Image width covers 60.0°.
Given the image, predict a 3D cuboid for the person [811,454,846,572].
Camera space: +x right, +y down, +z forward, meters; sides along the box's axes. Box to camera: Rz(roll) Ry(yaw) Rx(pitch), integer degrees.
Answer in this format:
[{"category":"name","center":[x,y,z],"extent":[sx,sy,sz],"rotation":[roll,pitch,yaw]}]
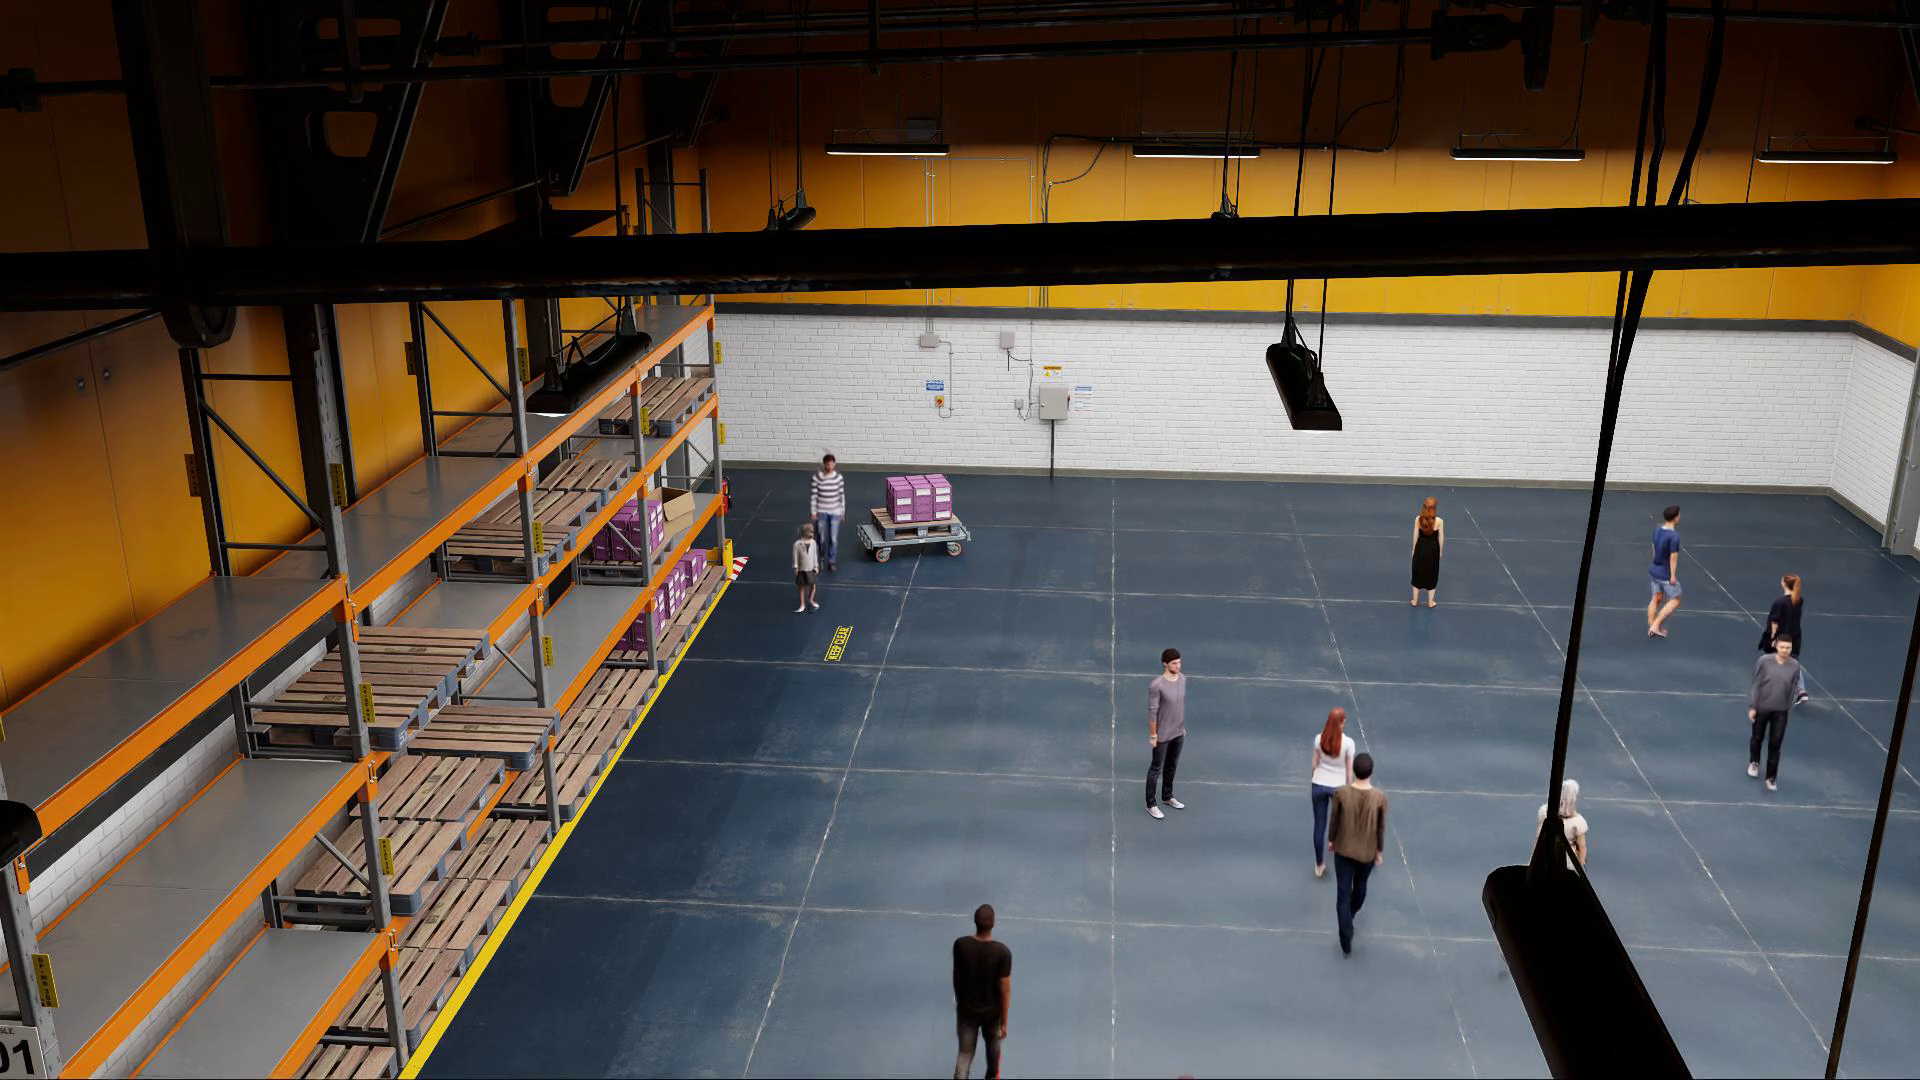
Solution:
[{"category":"person","center":[-1.998,-0.429,25.004],"extent":[0.754,1.833,0.762],"rotation":[-4,19,-11]}]

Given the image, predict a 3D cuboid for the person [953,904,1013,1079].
[{"category":"person","center":[0.121,3.688,12.859],"extent":[0.698,1.781,1.170],"rotation":[3,19,9]}]

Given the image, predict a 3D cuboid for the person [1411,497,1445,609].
[{"category":"person","center":[6.613,0.166,23.562],"extent":[0.622,1.625,0.643],"rotation":[7,20,19]}]

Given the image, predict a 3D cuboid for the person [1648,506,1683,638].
[{"category":"person","center":[9.418,0.450,22.389],"extent":[0.808,1.836,0.695],"rotation":[-6,20,-17]}]

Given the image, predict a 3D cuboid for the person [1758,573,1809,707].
[{"category":"person","center":[10.147,1.235,20.344],"extent":[0.855,1.653,1.173],"rotation":[-4,19,-12]}]

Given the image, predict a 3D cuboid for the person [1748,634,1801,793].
[{"category":"person","center":[8.966,1.837,18.434],"extent":[0.787,1.731,1.043],"rotation":[7,20,20]}]

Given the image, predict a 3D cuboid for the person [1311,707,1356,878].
[{"category":"person","center":[3.638,2.522,16.452],"extent":[0.708,1.698,1.114],"rotation":[5,19,15]}]

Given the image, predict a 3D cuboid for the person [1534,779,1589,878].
[{"category":"person","center":[5.353,2.991,15.022],"extent":[0.795,1.722,0.736],"rotation":[-16,24,-39]}]

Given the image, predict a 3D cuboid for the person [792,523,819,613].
[{"category":"person","center":[-2.207,0.385,23.478],"extent":[0.616,1.264,0.644],"rotation":[-3,19,-8]}]

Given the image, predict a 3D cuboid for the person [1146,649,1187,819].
[{"category":"person","center":[2.202,2.018,17.707],"extent":[0.737,1.853,0.789],"rotation":[-14,23,-36]}]

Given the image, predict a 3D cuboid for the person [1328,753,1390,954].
[{"category":"person","center":[3.598,2.877,15.176],"extent":[0.743,1.838,1.171],"rotation":[4,19,11]}]
